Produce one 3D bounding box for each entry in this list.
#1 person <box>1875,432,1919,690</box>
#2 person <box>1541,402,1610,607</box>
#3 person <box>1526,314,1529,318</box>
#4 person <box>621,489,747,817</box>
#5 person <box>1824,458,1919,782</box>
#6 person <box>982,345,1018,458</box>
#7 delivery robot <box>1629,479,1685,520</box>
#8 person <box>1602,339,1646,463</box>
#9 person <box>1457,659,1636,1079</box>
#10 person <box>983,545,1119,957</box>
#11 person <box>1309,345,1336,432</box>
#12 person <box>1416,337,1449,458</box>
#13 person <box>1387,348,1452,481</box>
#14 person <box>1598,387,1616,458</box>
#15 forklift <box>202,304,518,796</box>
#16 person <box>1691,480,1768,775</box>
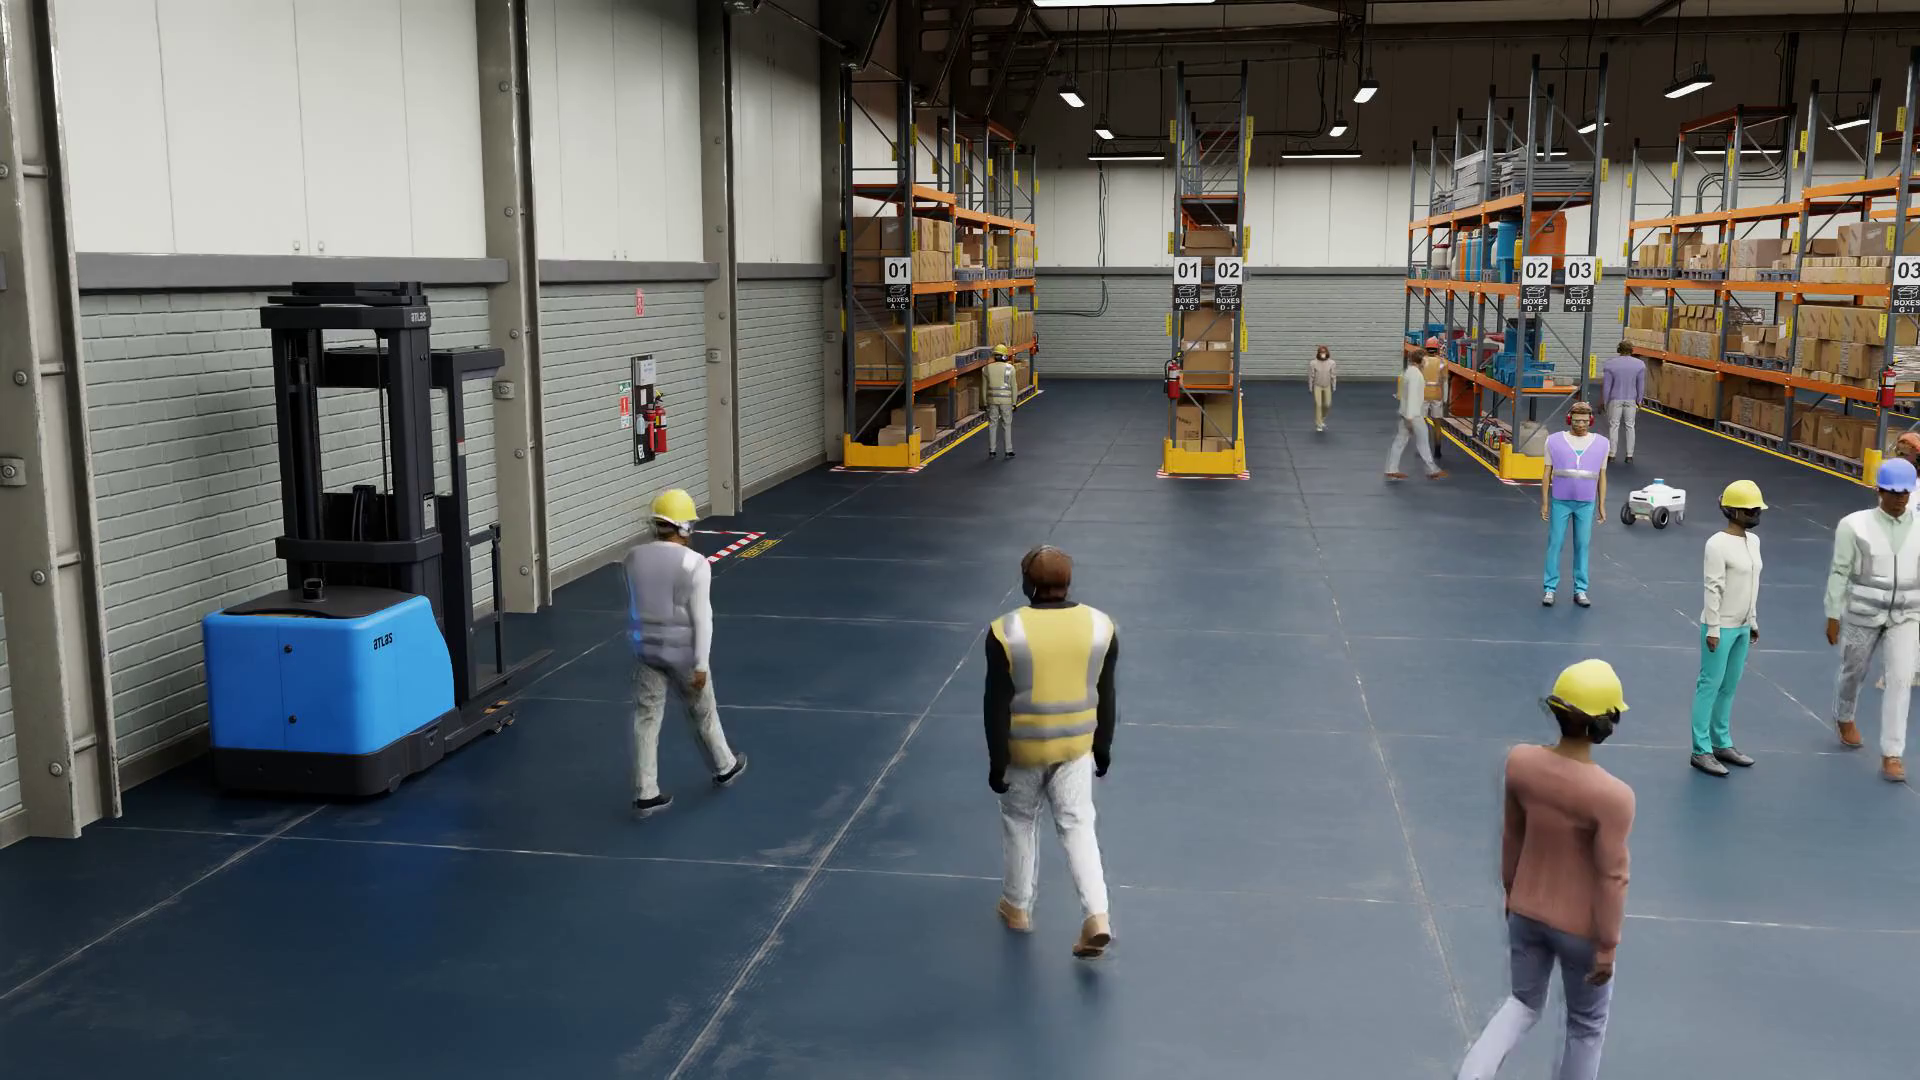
[{"bbox_3d":[6.727,0.159,11.925,0.622,1.859,0.608,-3,10,-16],"label":"person"},{"bbox_3d":[5.538,-0.329,15.015,0.563,1.838,0.389,2,9,11],"label":"person"},{"bbox_3d":[13.651,-4.511,40.360,0.614,1.987,0.407,-4,10,-21],"label":"person"},{"bbox_3d":[-1.574,0.601,9.425,0.595,1.792,0.890,4,10,22],"label":"person"},{"bbox_3d":[5.607,0.430,10.171,0.639,1.905,0.976,2,9,14],"label":"person"},{"bbox_3d":[0.649,-2.232,26.803,0.587,1.822,0.403,3,10,17],"label":"person"},{"bbox_3d":[8.294,-0.486,19.776,0.707,0.478,0.477,-6,11,-34],"label":"delivery robot"},{"bbox_3d":[10.397,-2.177,26.109,0.632,1.940,0.372,2,9,10],"label":"person"},{"bbox_3d":[1.937,1.257,5.496,0.625,1.753,0.520,-6,11,-32],"label":"person"},{"bbox_3d":[0.415,0.925,7.375,0.632,1.815,0.867,-3,10,-17],"label":"person"},{"bbox_3d":[6.805,-2.857,31.284,0.515,1.617,0.418,0,9,2],"label":"person"},{"bbox_3d":[7.619,-2.312,26.943,0.551,1.934,0.373,2,9,11],"label":"person"},{"bbox_3d":[6.592,-1.779,23.774,0.975,1.893,0.655,1,9,7],"label":"person"},{"bbox_3d":[10.580,-2.123,26.782,0.534,1.601,0.610,-3,10,-19],"label":"person"},{"bbox_3d":[-3.673,-0.038,10.147,1.129,2.768,1.873,1,9,9],"label":"forklift"},{"bbox_3d":[4.659,0.515,10.037,0.522,1.768,0.312,-7,12,-37],"label":"person"}]
